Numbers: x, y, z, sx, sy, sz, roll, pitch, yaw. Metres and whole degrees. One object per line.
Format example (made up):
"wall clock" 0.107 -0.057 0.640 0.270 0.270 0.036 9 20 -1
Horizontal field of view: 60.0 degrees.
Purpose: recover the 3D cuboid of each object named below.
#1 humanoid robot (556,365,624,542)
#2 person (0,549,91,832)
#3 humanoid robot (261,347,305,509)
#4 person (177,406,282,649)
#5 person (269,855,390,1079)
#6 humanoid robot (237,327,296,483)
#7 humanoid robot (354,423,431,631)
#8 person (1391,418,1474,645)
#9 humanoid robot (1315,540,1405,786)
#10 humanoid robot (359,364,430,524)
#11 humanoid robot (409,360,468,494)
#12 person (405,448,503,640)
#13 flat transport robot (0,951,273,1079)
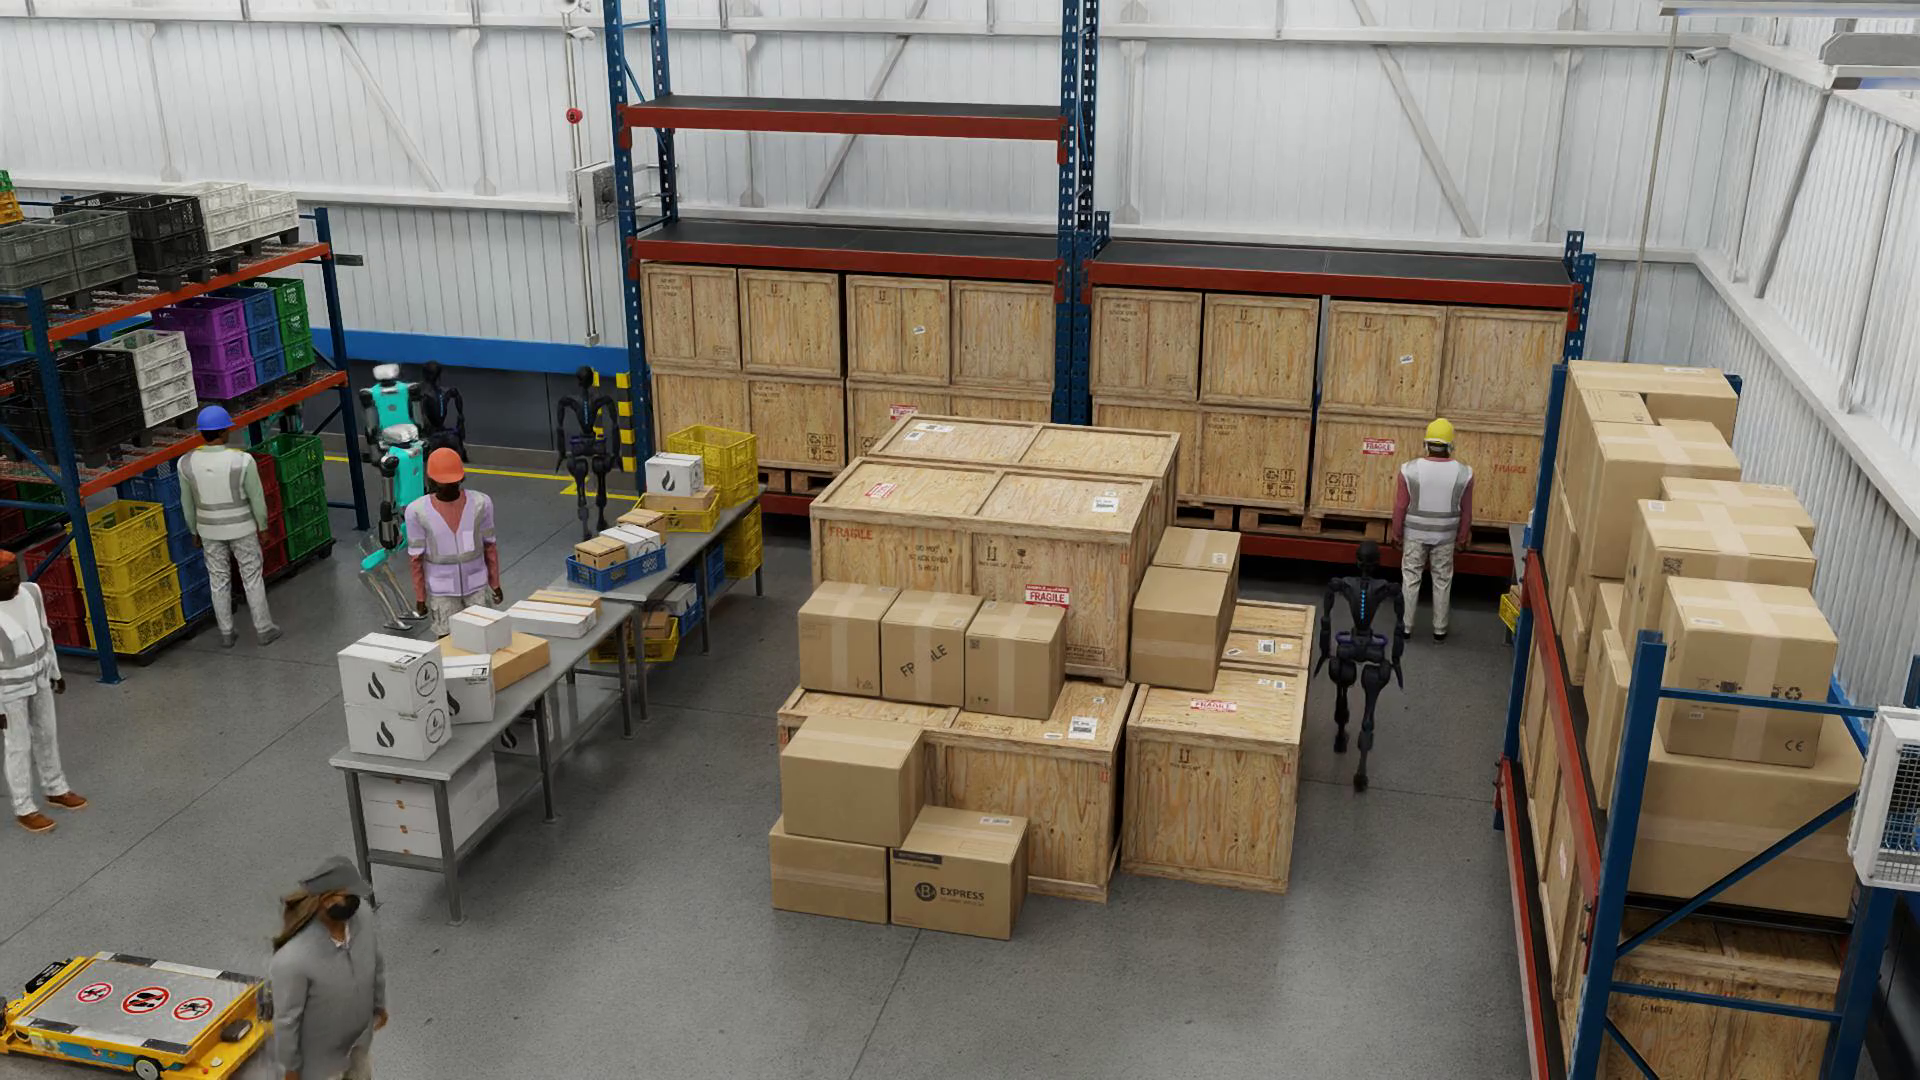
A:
"humanoid robot" -3.387 -0.774 15.172 0.610 1.646 0.749 -4 21 -11
"person" -5.861 0.922 10.389 0.355 1.878 0.579 5 22 13
"humanoid robot" -6.481 -1.092 15.754 0.690 1.738 0.546 -5 21 -13
"person" -5.689 -0.092 12.942 0.606 1.941 0.402 -2 21 -5
"person" -2.737 2.170 7.315 0.468 1.736 0.589 7 22 18
"humanoid robot" -6.917 -1.334 16.450 0.796 1.745 0.545 6 22 16
"humanoid robot" -4.540 -0.121 13.170 0.741 1.689 0.533 7 22 18
"person" 3.677 -0.061 13.017 0.594 1.828 0.403 3 21 9
"humanoid robot" 2.675 0.779 11.098 0.584 1.624 0.780 5 22 14
"humanoid robot" -5.077 -0.789 15.077 0.551 1.780 0.800 -7 22 -19
"humanoid robot" -4.827 -0.847 15.364 0.600 1.650 0.672 -19 28 -40
"person" -3.535 0.322 11.723 0.613 2.040 0.376 -10 23 -25
"flat transport robot" -4.270 2.464 8.601 1.431 0.231 0.659 5 22 13
